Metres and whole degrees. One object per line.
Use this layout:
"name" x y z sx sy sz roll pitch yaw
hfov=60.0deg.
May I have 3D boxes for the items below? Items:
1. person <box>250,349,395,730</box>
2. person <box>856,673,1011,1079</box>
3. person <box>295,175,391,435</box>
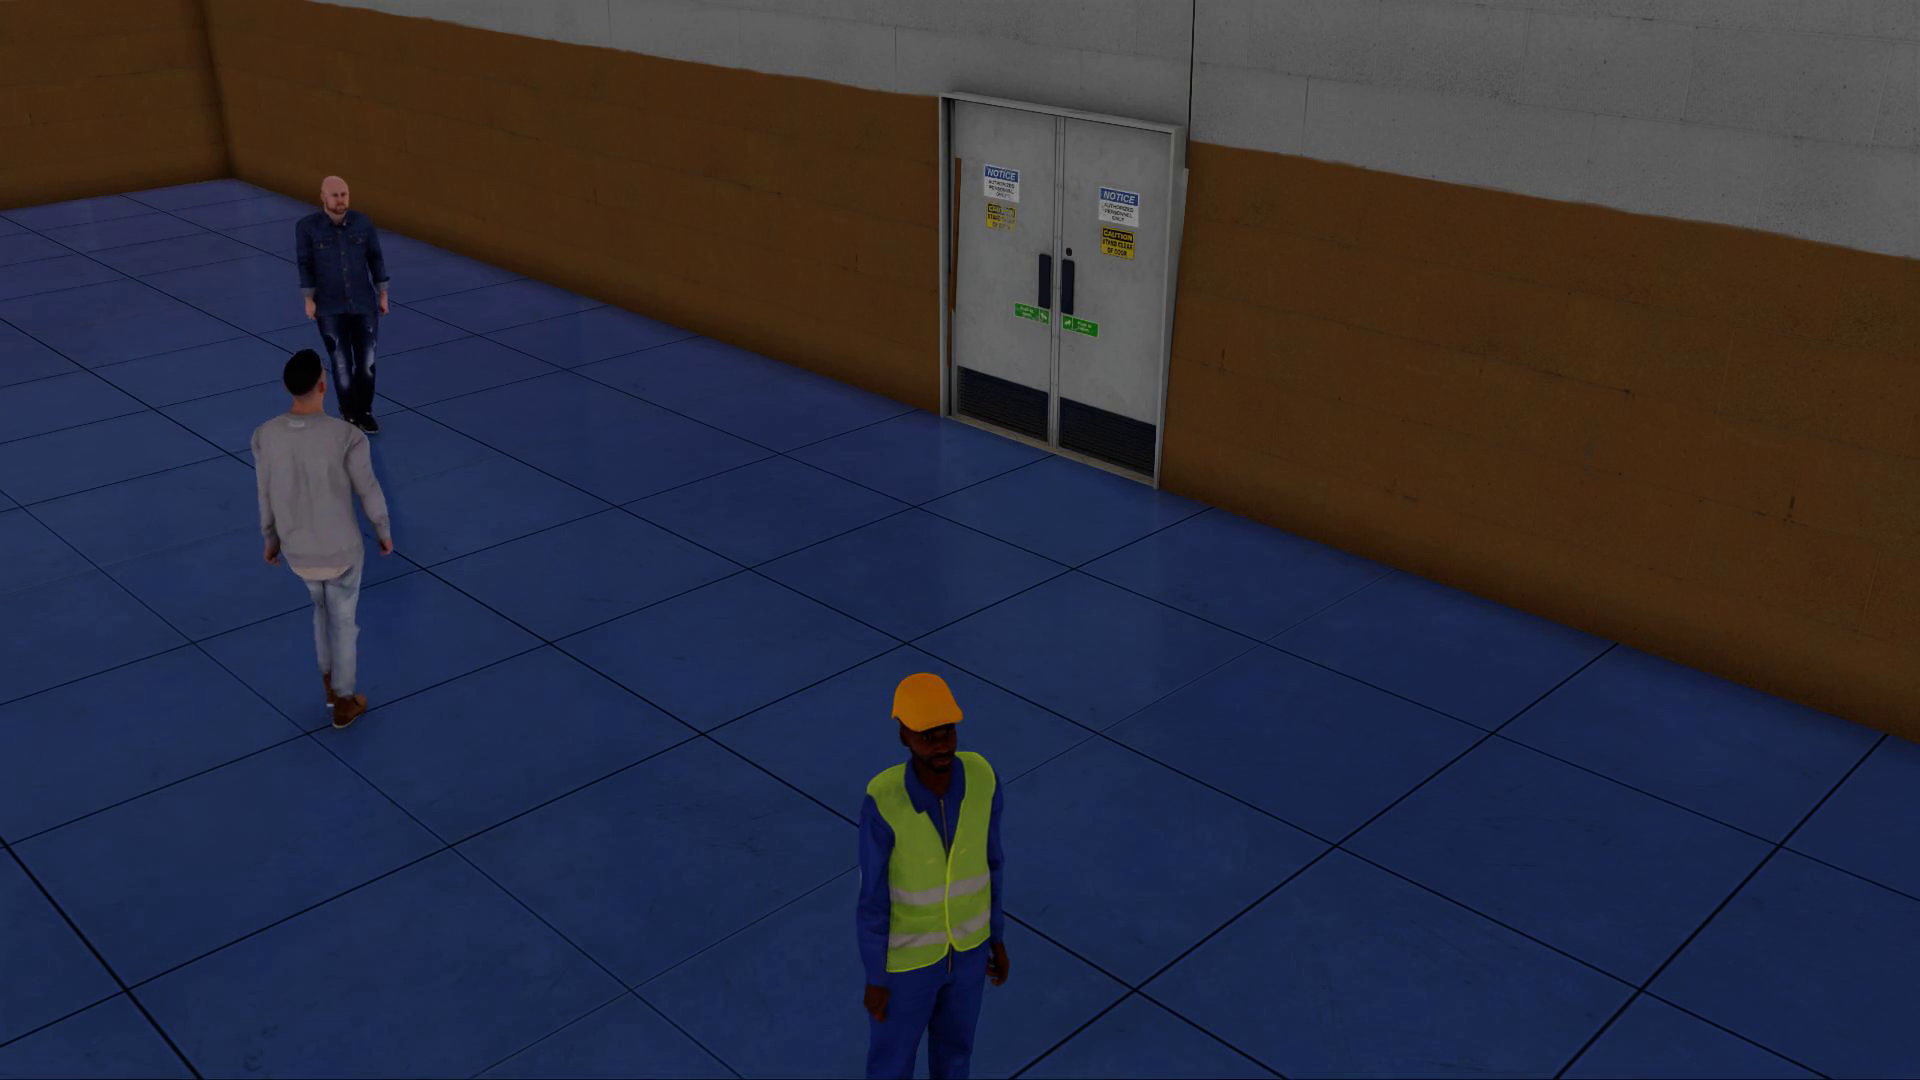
"person" -2.953 0.048 7.644 0.815 1.823 0.867 0 24 1
"person" -0.091 1.213 4.995 0.604 1.812 0.779 -14 27 -28
"person" -4.239 -1.597 11.423 0.713 1.807 0.860 -15 28 -31
